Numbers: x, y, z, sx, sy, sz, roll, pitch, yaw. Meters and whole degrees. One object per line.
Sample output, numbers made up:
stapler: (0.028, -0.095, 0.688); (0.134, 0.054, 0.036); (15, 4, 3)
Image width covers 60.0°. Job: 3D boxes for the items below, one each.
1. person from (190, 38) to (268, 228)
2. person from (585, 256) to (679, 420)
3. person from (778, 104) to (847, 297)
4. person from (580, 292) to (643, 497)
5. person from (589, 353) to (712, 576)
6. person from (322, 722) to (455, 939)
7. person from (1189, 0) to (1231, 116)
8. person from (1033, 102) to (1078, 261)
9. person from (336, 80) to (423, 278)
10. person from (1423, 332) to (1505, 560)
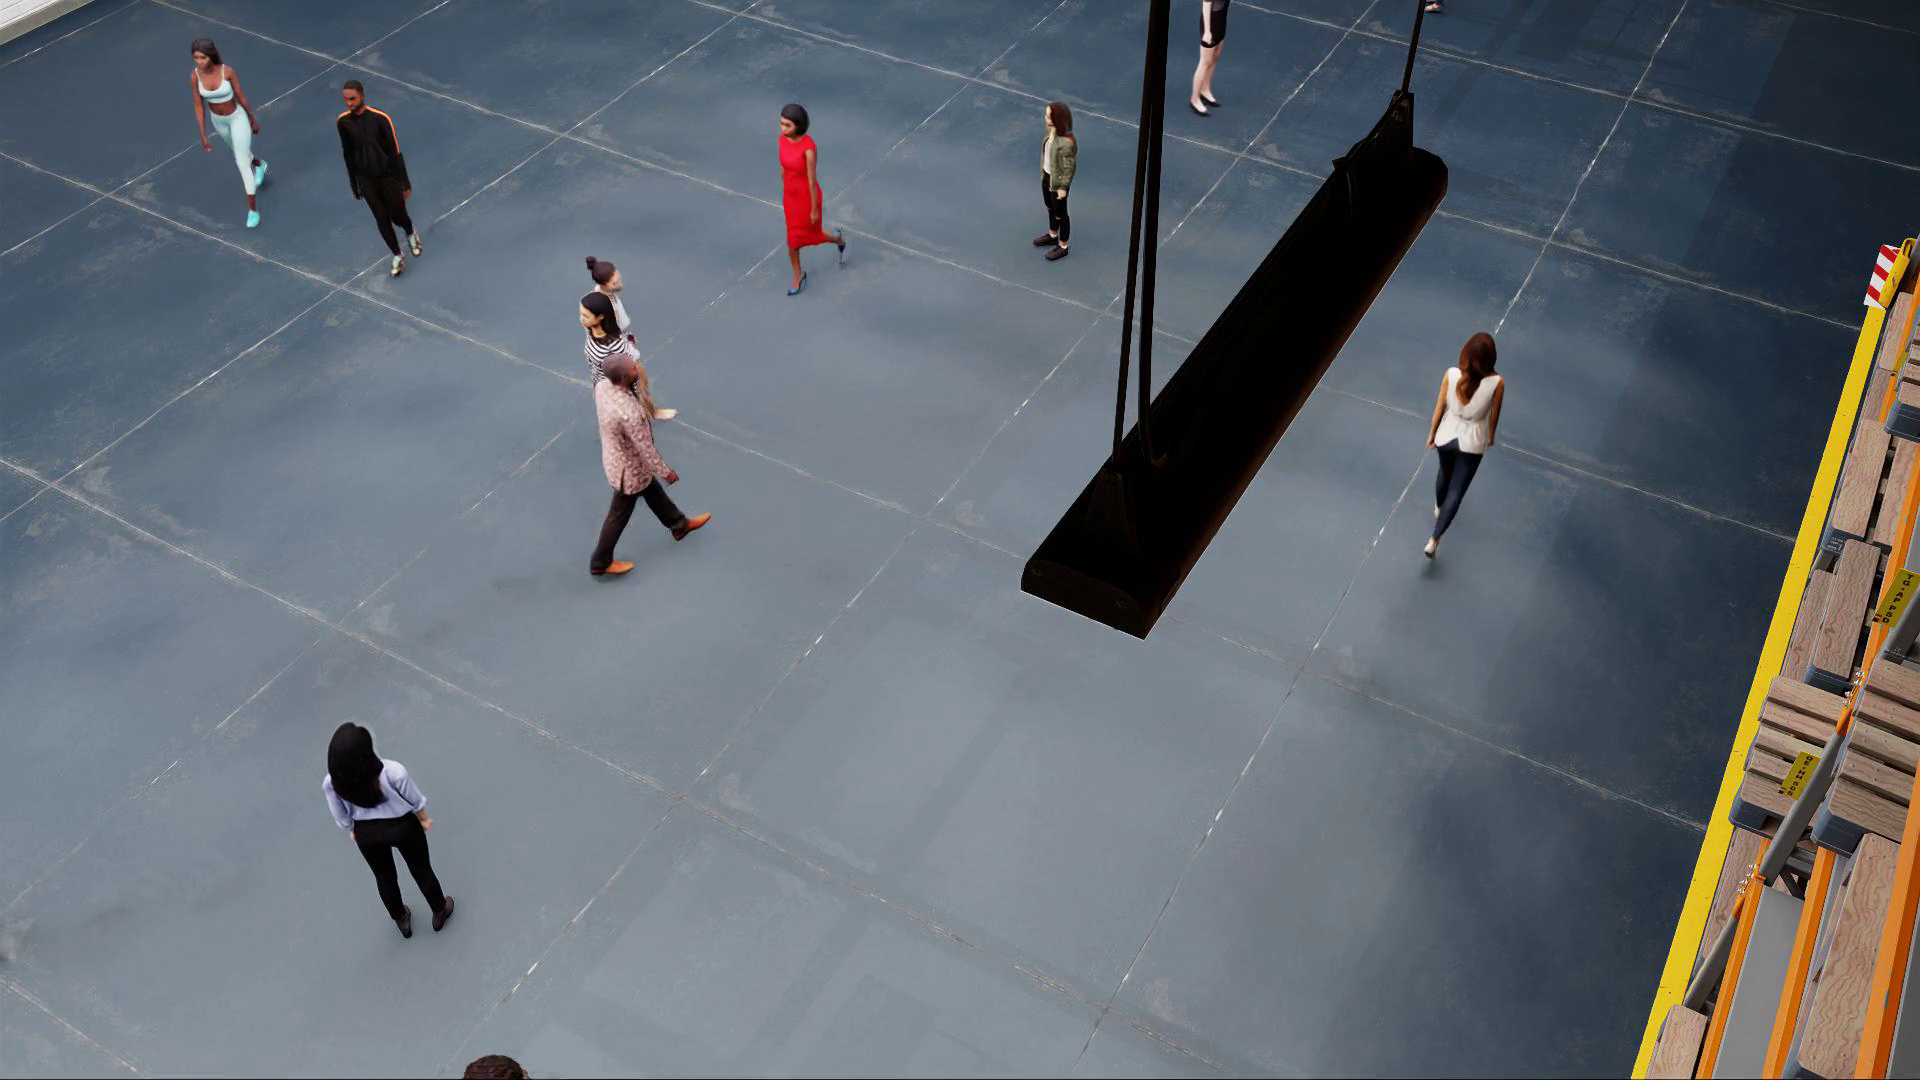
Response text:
person: (-6.527, -3.758, 14.953); (1.018, 1.677, 1.238); (-1, 44, -1)
person: (-2.674, -1.423, 12.550); (0.931, 1.612, 0.796); (-26, 49, -25)
person: (-1.262, -2.884, 13.999); (0.632, 1.728, 0.952); (26, 49, 25)
person: (-2.491, -1.042, 12.018); (0.619, 1.794, 0.656); (-32, 52, -29)
person: (-2.363, -0.467, 11.440); (1.296, 1.758, 1.124); (-18, 46, -18)
person: (-3.190, 1.624, 9.257); (0.728, 1.743, 0.769); (-7, 44, -7)
person: (2.449, -5.026, 16.176); (0.638, 1.826, 0.408); (21, 47, 20)
person: (0.839, -3.137, 14.448); (0.683, 1.475, 0.650); (-16, 46, -16)
person: (-4.937, -3.132, 14.211); (0.814, 1.794, 0.877); (-2, 44, -2)
person: (3.480, -0.630, 11.616); (0.566, 1.752, 1.040); (22, 48, 22)
